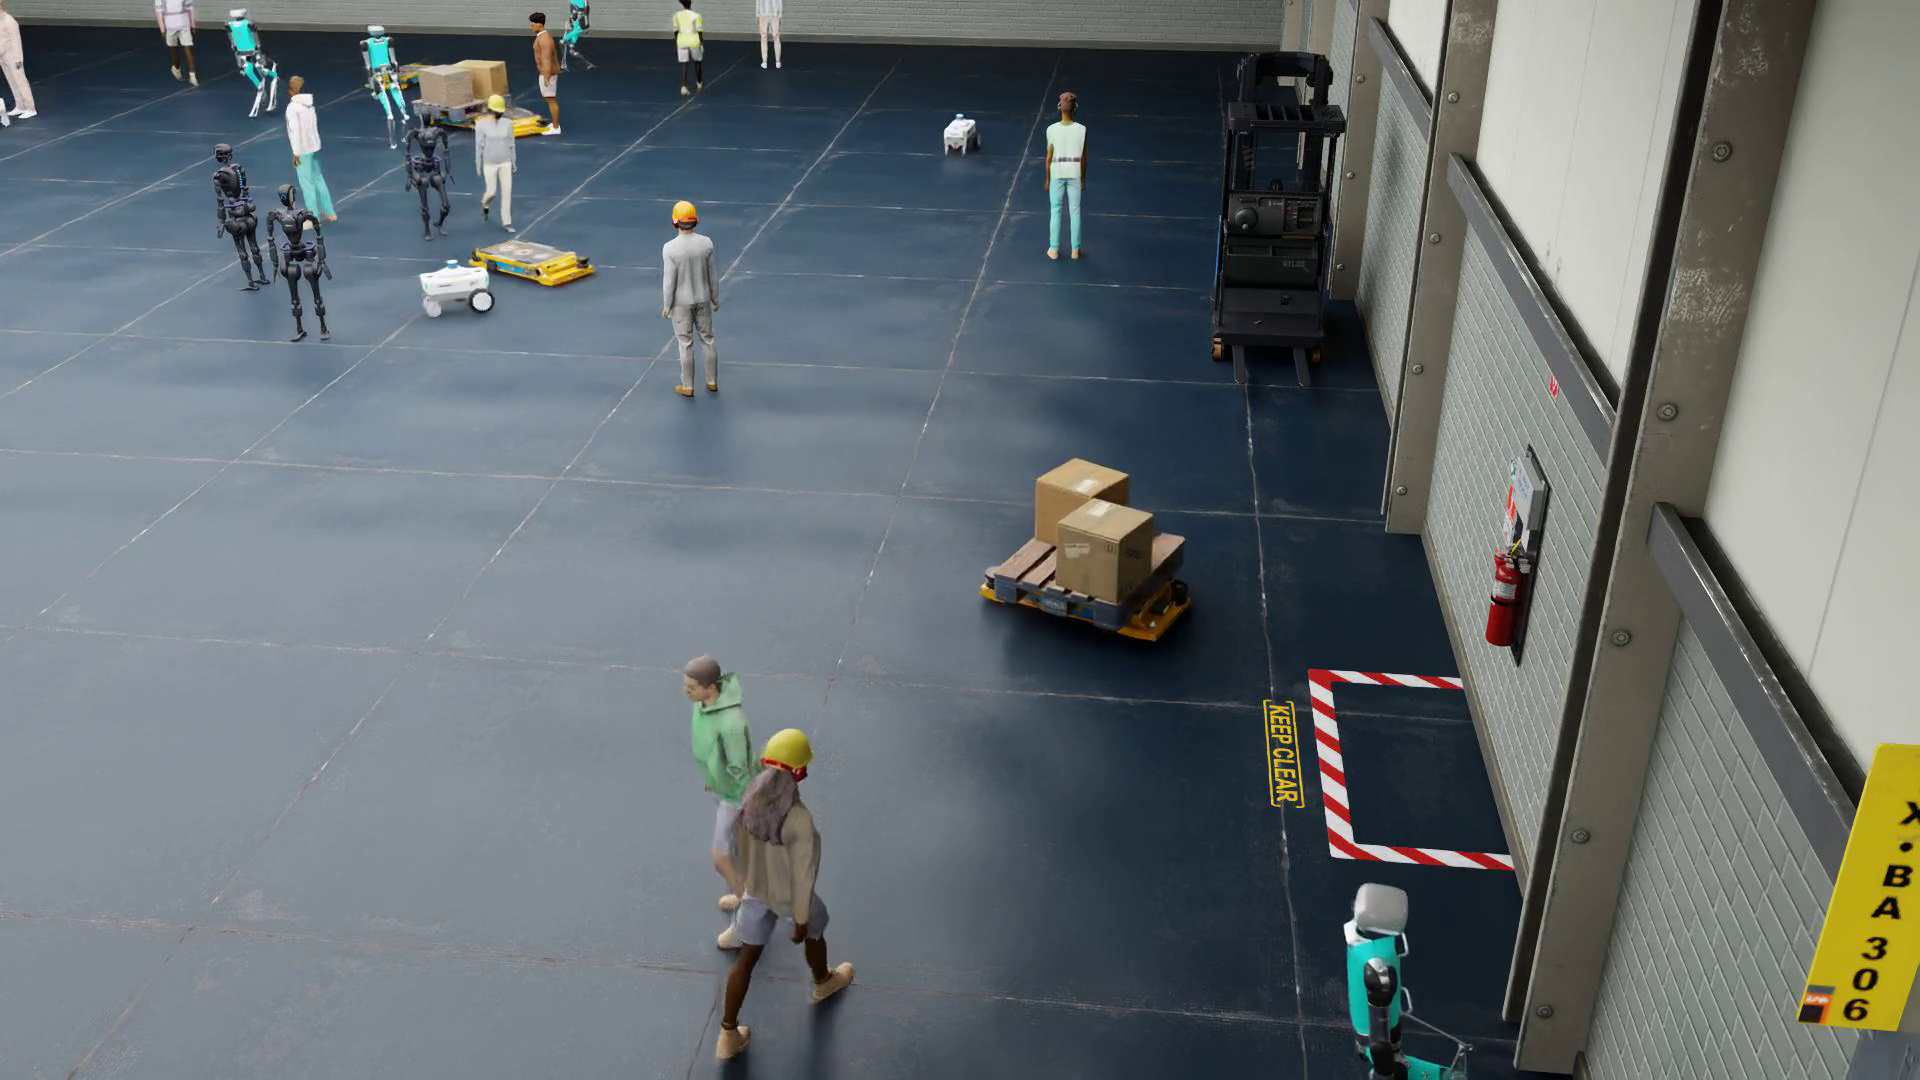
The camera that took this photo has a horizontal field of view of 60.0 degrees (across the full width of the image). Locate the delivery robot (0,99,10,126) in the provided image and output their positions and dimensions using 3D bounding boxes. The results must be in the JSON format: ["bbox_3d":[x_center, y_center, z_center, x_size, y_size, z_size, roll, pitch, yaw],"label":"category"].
[{"bbox_3d":[-15.450,-6.750,26.288,0.499,0.589,0.782,4,27,8],"label":"delivery robot"}]

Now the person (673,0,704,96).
[{"bbox_3d":[-4.655,-8.509,28.569,0.561,1.641,0.895,2,27,3],"label":"person"}]

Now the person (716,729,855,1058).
[{"bbox_3d":[-0.916,1.709,8.125,0.550,1.711,0.935,19,32,33],"label":"person"}]

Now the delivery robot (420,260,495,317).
[{"bbox_3d":[-5.551,-2.789,18.409,0.803,0.614,0.499,-11,29,-21],"label":"delivery robot"}]

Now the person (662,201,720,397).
[{"bbox_3d":[-2.575,-2.304,15.924,0.580,1.895,0.355,-16,31,-28],"label":"person"}]

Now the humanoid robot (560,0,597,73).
[{"bbox_3d":[-7.113,-9.360,30.240,0.534,1.773,1.018,23,35,38],"label":"humanoid robot"}]

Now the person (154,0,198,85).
[{"bbox_3d":[-13.867,-9.123,29.438,0.623,1.991,1.002,-15,30,-27],"label":"person"}]

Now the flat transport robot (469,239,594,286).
[{"bbox_3d":[-5.094,-3.297,19.720,1.431,0.231,0.659,17,31,31],"label":"flat transport robot"}]

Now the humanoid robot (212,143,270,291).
[{"bbox_3d":[-8.206,-3.674,18.885,0.315,1.657,0.599,6,27,12],"label":"humanoid robot"}]

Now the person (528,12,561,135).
[{"bbox_3d":[-6.419,-7.267,25.888,0.412,1.846,0.791,-8,28,-15],"label":"person"}]

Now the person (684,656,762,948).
[{"bbox_3d":[-1.209,1.348,8.828,0.433,1.723,0.498,-17,31,-30],"label":"person"}]

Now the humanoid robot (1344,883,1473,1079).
[{"bbox_3d":[1.949,2.229,7.086,1.032,1.754,0.537,2,27,4],"label":"humanoid robot"}]

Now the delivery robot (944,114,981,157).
[{"bbox_3d":[0.004,-6.086,24.959,0.499,0.586,0.773,6,27,12],"label":"delivery robot"}]

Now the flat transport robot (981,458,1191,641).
[{"bbox_3d":[0.935,0.379,12.383,1.431,0.231,0.659,14,30,26],"label":"flat transport robot"}]

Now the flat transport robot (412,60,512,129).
[{"bbox_3d":[-7.910,-6.775,26.664,1.431,0.231,0.659,15,30,27],"label":"flat transport robot"}]

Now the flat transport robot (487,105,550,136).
[{"bbox_3d":[-7.129,-6.666,26.446,0.659,0.231,1.431,-18,32,-32],"label":"flat transport robot"}]

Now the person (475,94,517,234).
[{"bbox_3d":[-5.891,-4.777,21.032,0.574,1.729,0.601,-20,33,-34],"label":"person"}]

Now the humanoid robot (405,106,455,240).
[{"bbox_3d":[-6.610,-4.561,20.666,0.615,1.640,0.348,-19,32,-33],"label":"humanoid robot"}]

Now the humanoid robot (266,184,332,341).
[{"bbox_3d":[-6.870,-2.894,17.328,0.599,1.657,0.315,-2,27,-5],"label":"humanoid robot"}]

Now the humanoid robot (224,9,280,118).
[{"bbox_3d":[-11.350,-7.692,26.835,0.551,1.742,0.959,4,27,9],"label":"humanoid robot"}]

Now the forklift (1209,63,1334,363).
[{"bbox_3d":[3.241,-3.477,17.183,1.129,2.768,1.873,3,27,6],"label":"forklift"}]

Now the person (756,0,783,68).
[{"bbox_3d":[-3.504,-9.649,30.623,0.493,1.871,0.401,-6,27,-12],"label":"person"}]

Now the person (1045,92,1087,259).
[{"bbox_3d":[1.267,-4.346,19.910,0.488,1.977,0.384,0,27,-1],"label":"person"}]

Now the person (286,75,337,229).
[{"bbox_3d":[-8.325,-4.952,21.237,0.351,1.881,0.674,4,27,8],"label":"person"}]

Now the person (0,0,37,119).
[{"bbox_3d":[-15.386,-7.800,26.885,0.651,1.905,0.406,19,32,33],"label":"person"}]

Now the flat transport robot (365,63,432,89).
[{"bbox_3d":[-9.863,-8.233,29.574,0.659,0.231,1.431,9,28,17],"label":"flat transport robot"}]

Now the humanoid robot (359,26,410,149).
[{"bbox_3d":[-8.576,-6.808,25.126,0.798,1.799,0.531,24,35,39],"label":"humanoid robot"}]
